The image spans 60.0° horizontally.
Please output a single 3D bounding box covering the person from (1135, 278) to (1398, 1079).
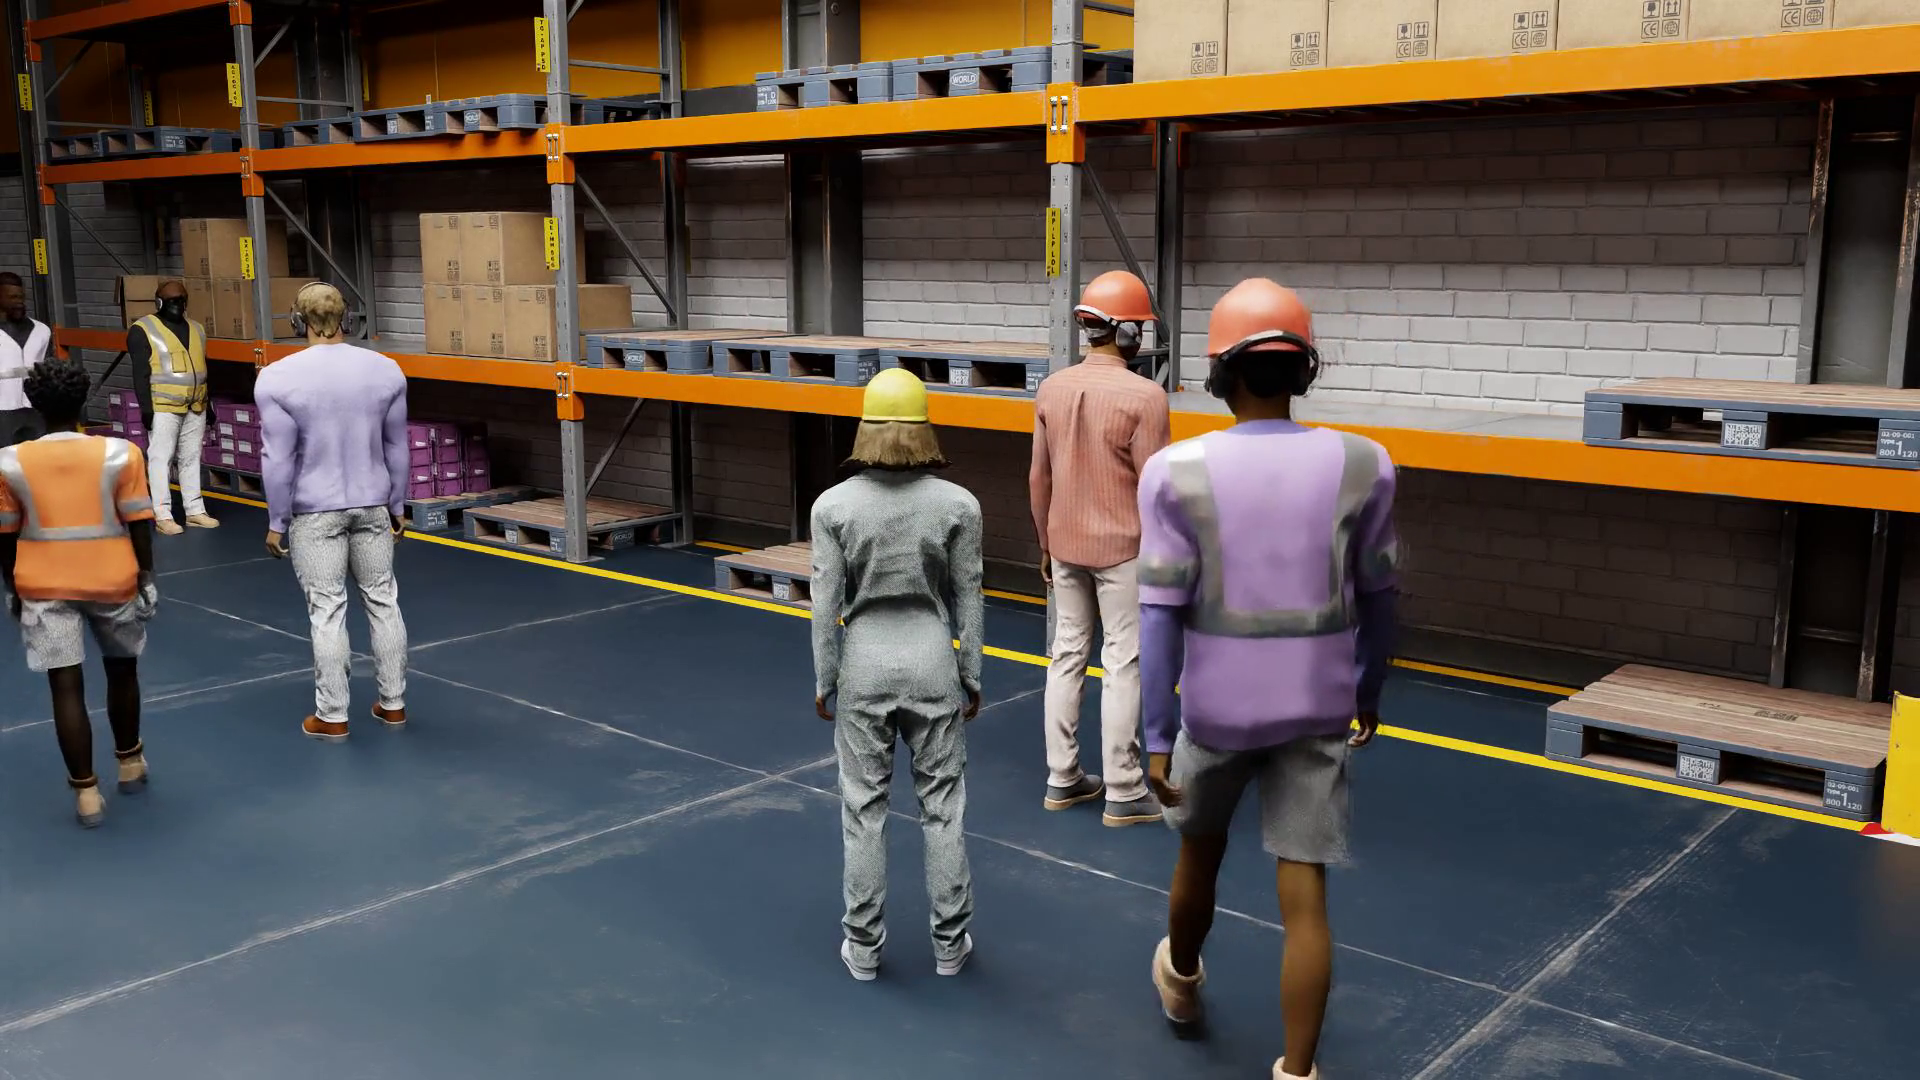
[{"bbox_3d":[0.728,0.379,4.045,0.635,2.009,0.903,0,10,1],"label":"person"}]

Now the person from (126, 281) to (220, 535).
[{"bbox_3d":[-5.734,-0.970,12.190,0.430,1.838,0.619,5,11,26],"label":"person"}]

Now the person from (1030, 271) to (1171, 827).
[{"bbox_3d":[0.535,0.030,6.039,0.397,1.992,0.621,-10,14,-44],"label":"person"}]

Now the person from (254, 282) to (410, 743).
[{"bbox_3d":[-2.620,-0.109,7.015,0.628,1.933,0.377,-9,13,-40],"label":"person"}]

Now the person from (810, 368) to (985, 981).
[{"bbox_3d":[-0.177,0.385,4.741,0.492,1.740,0.325,-1,10,-5],"label":"person"}]

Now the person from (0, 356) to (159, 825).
[{"bbox_3d":[-3.252,0.163,6.148,0.545,1.670,0.736,-4,11,-24],"label":"person"}]

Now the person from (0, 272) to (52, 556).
[{"bbox_3d":[-6.402,-0.852,11.291,0.412,1.916,0.611,5,11,25],"label":"person"}]
